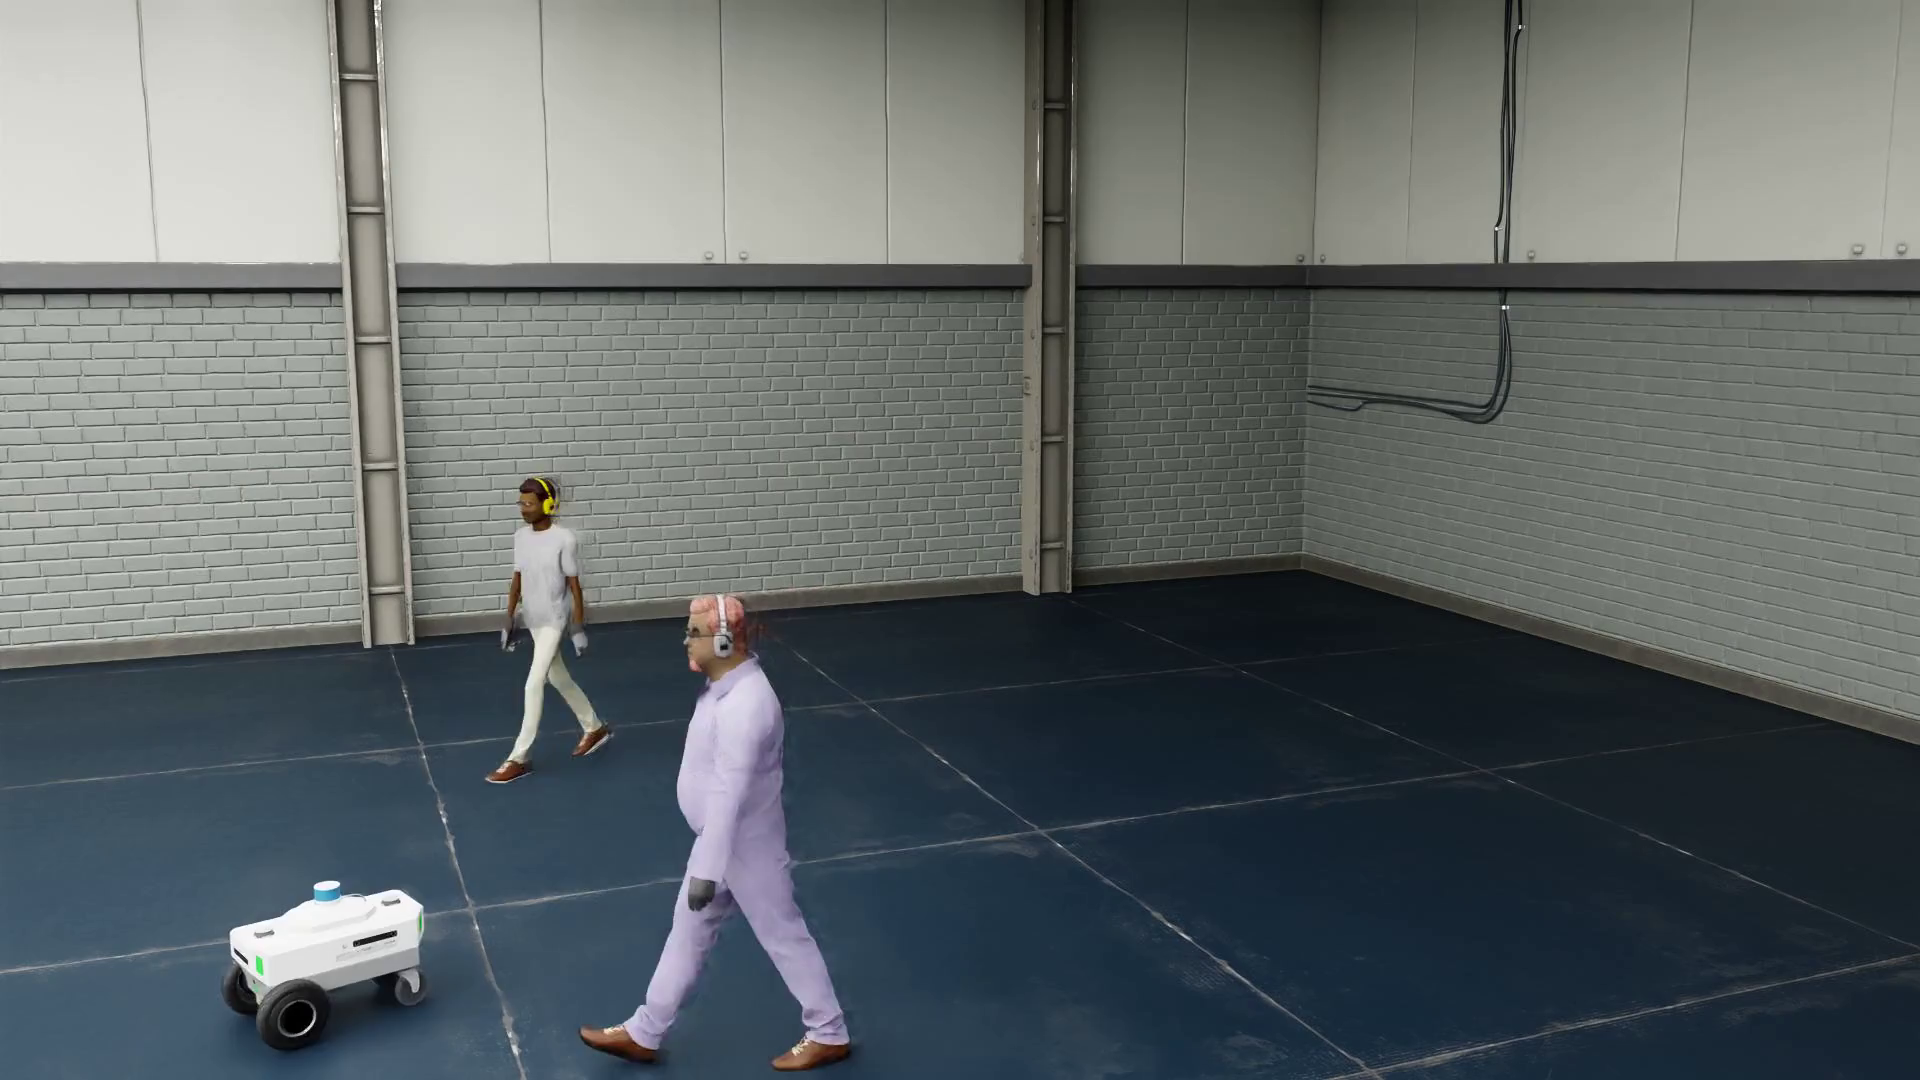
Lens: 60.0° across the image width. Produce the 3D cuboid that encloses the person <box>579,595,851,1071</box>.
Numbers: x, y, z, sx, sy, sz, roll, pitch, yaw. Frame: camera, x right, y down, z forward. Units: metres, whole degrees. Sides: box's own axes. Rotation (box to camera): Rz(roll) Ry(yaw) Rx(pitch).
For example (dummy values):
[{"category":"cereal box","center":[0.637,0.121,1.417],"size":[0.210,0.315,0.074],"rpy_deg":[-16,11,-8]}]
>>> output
[{"category":"person","center":[-0.901,1.124,6.261],"size":[1.035,1.848,0.668],"rpy_deg":[-2,9,-15]}]

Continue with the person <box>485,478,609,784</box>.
[{"category":"person","center":[-2.547,0.511,10.224],"size":[0.541,1.825,0.992],"rpy_deg":[7,11,36]}]

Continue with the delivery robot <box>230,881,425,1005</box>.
[{"category":"delivery robot","center":[-2.570,1.637,6.792],"size":[0.707,0.478,0.477],"rpy_deg":[-8,12,-40]}]
